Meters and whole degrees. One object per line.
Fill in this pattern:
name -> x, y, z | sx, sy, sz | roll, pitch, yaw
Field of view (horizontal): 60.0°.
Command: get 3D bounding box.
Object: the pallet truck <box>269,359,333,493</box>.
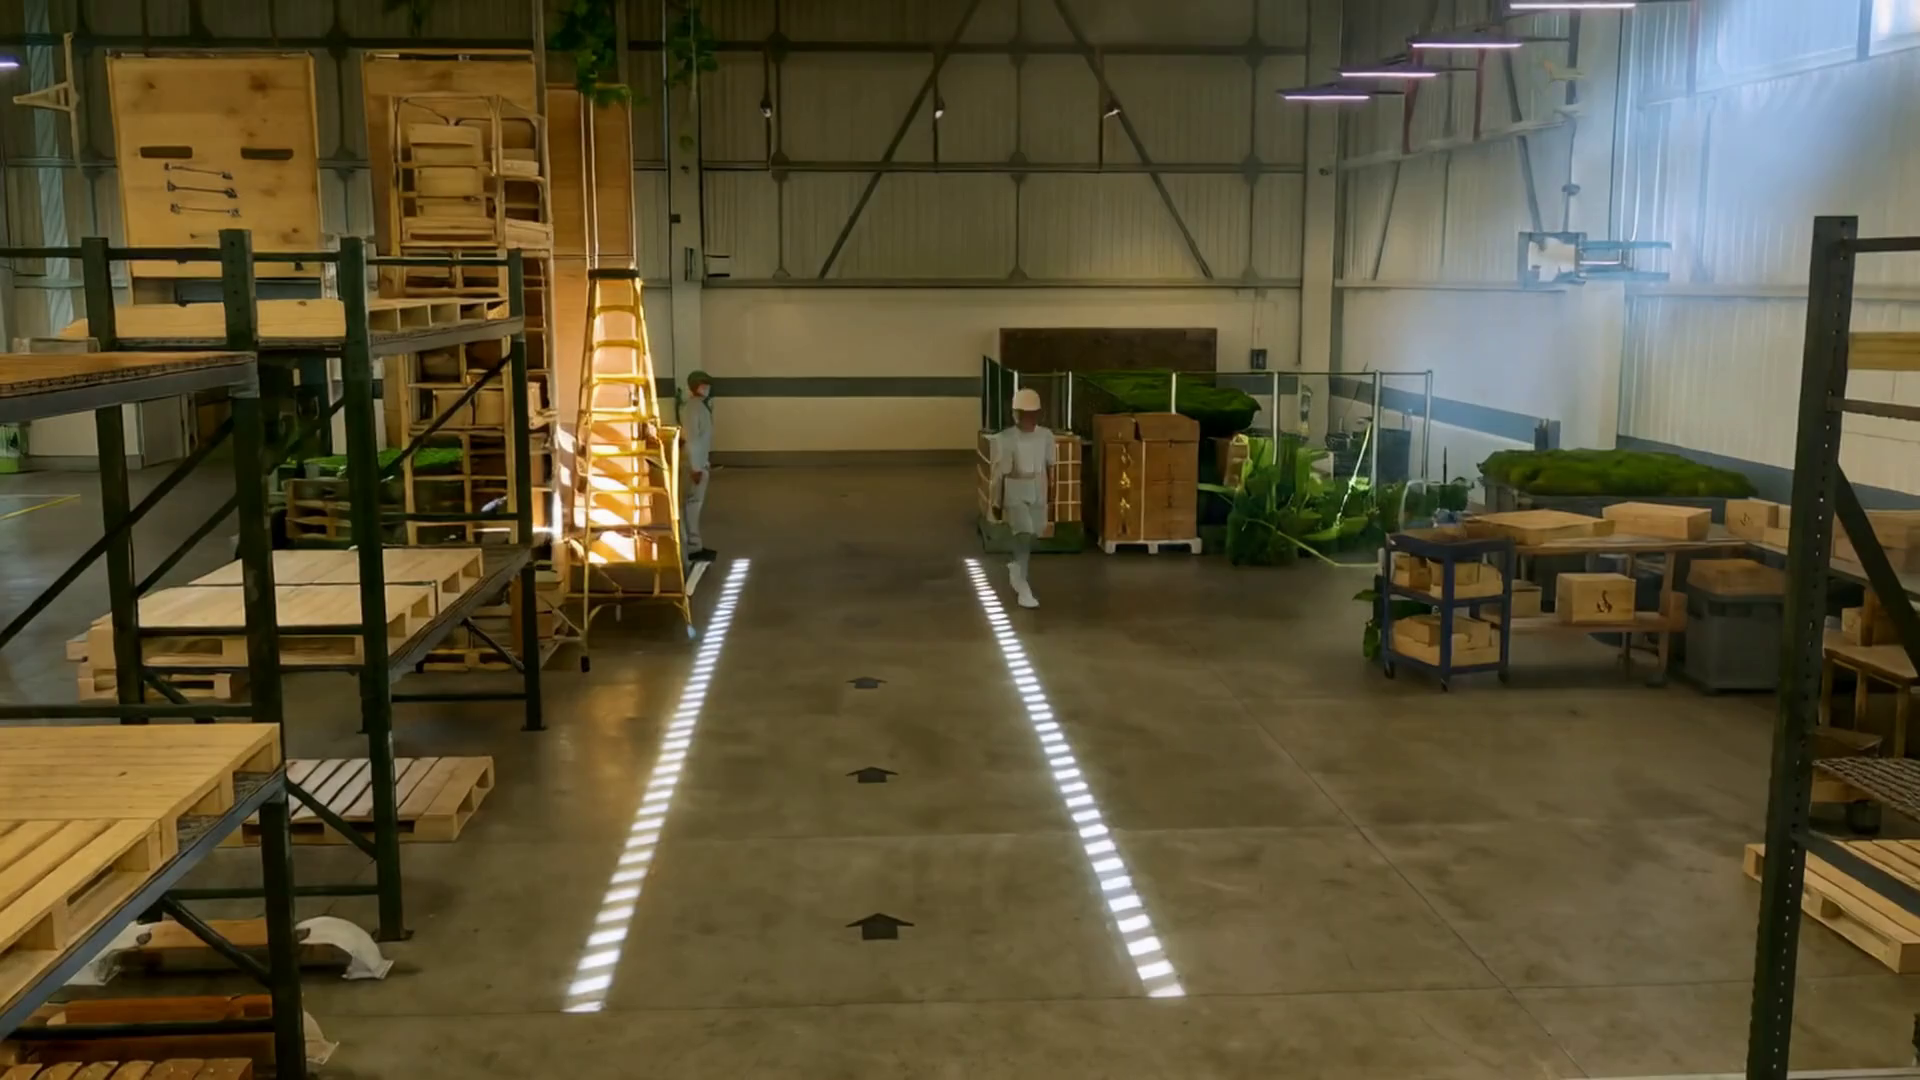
pallet truck -> -7.062, -1.131, 18.996 | 1.885, 1.965, 0.823 | 2, 9, 13

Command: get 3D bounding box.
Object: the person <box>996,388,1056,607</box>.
person -> 0.555, -0.402, 14.719 | 0.547, 1.916, 0.807 | -4, 10, -23

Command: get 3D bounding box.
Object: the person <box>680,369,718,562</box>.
person -> -2.650, -0.756, 16.823 | 0.355, 1.938, 0.637 | -1, 9, -4
